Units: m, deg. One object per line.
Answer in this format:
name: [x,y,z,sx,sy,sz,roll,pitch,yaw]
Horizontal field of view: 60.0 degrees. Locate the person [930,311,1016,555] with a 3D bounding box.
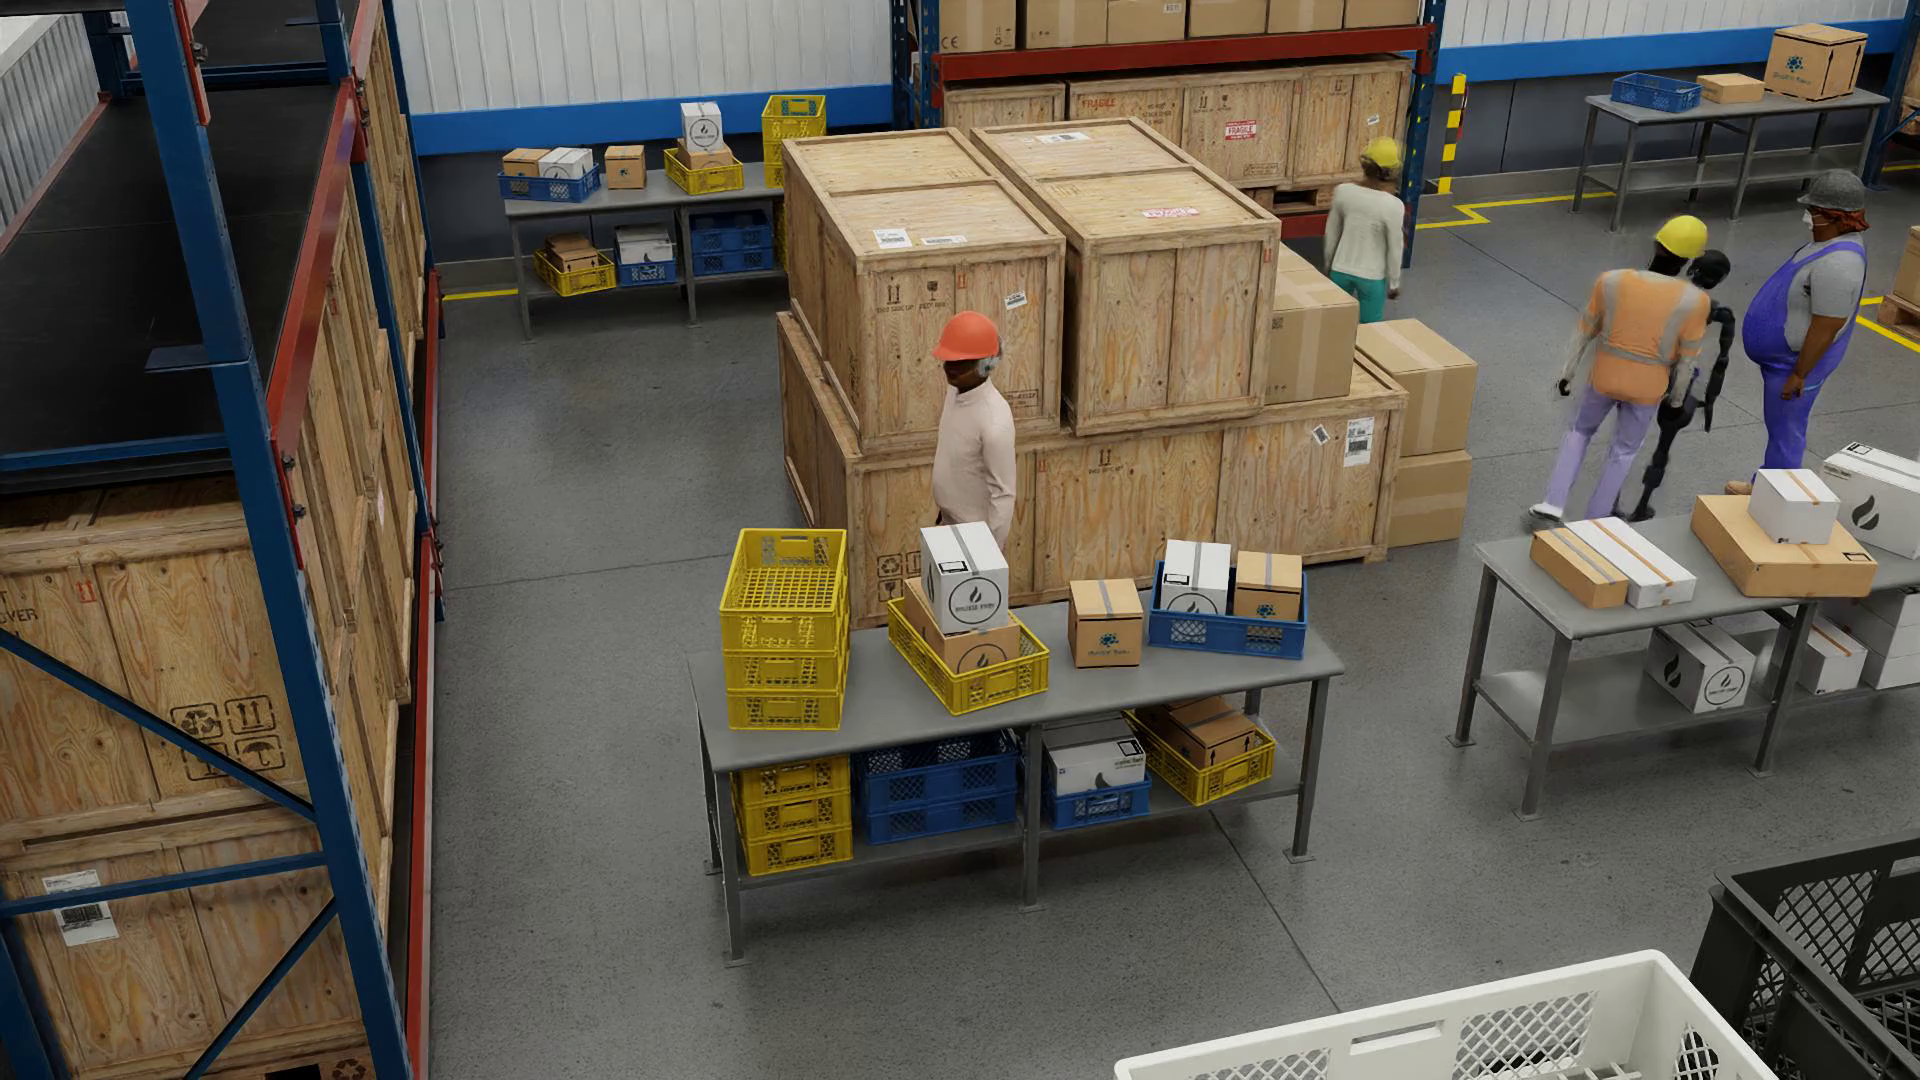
person: [0.043,-0.089,7.489,0.379,1.994,0.621,-10,30,-17]

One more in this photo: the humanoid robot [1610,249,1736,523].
humanoid robot: [3.822,-0.814,9.151,0.661,1.642,0.446,15,32,25]

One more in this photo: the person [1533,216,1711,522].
person: [3.598,-0.846,8.984,0.692,1.889,0.409,19,34,30]

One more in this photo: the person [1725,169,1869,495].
person: [4.586,-1.046,9.180,0.540,2.000,0.687,13,31,22]

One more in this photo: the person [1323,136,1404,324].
person: [2.578,-1.719,10.686,0.537,1.765,0.321,22,36,34]
